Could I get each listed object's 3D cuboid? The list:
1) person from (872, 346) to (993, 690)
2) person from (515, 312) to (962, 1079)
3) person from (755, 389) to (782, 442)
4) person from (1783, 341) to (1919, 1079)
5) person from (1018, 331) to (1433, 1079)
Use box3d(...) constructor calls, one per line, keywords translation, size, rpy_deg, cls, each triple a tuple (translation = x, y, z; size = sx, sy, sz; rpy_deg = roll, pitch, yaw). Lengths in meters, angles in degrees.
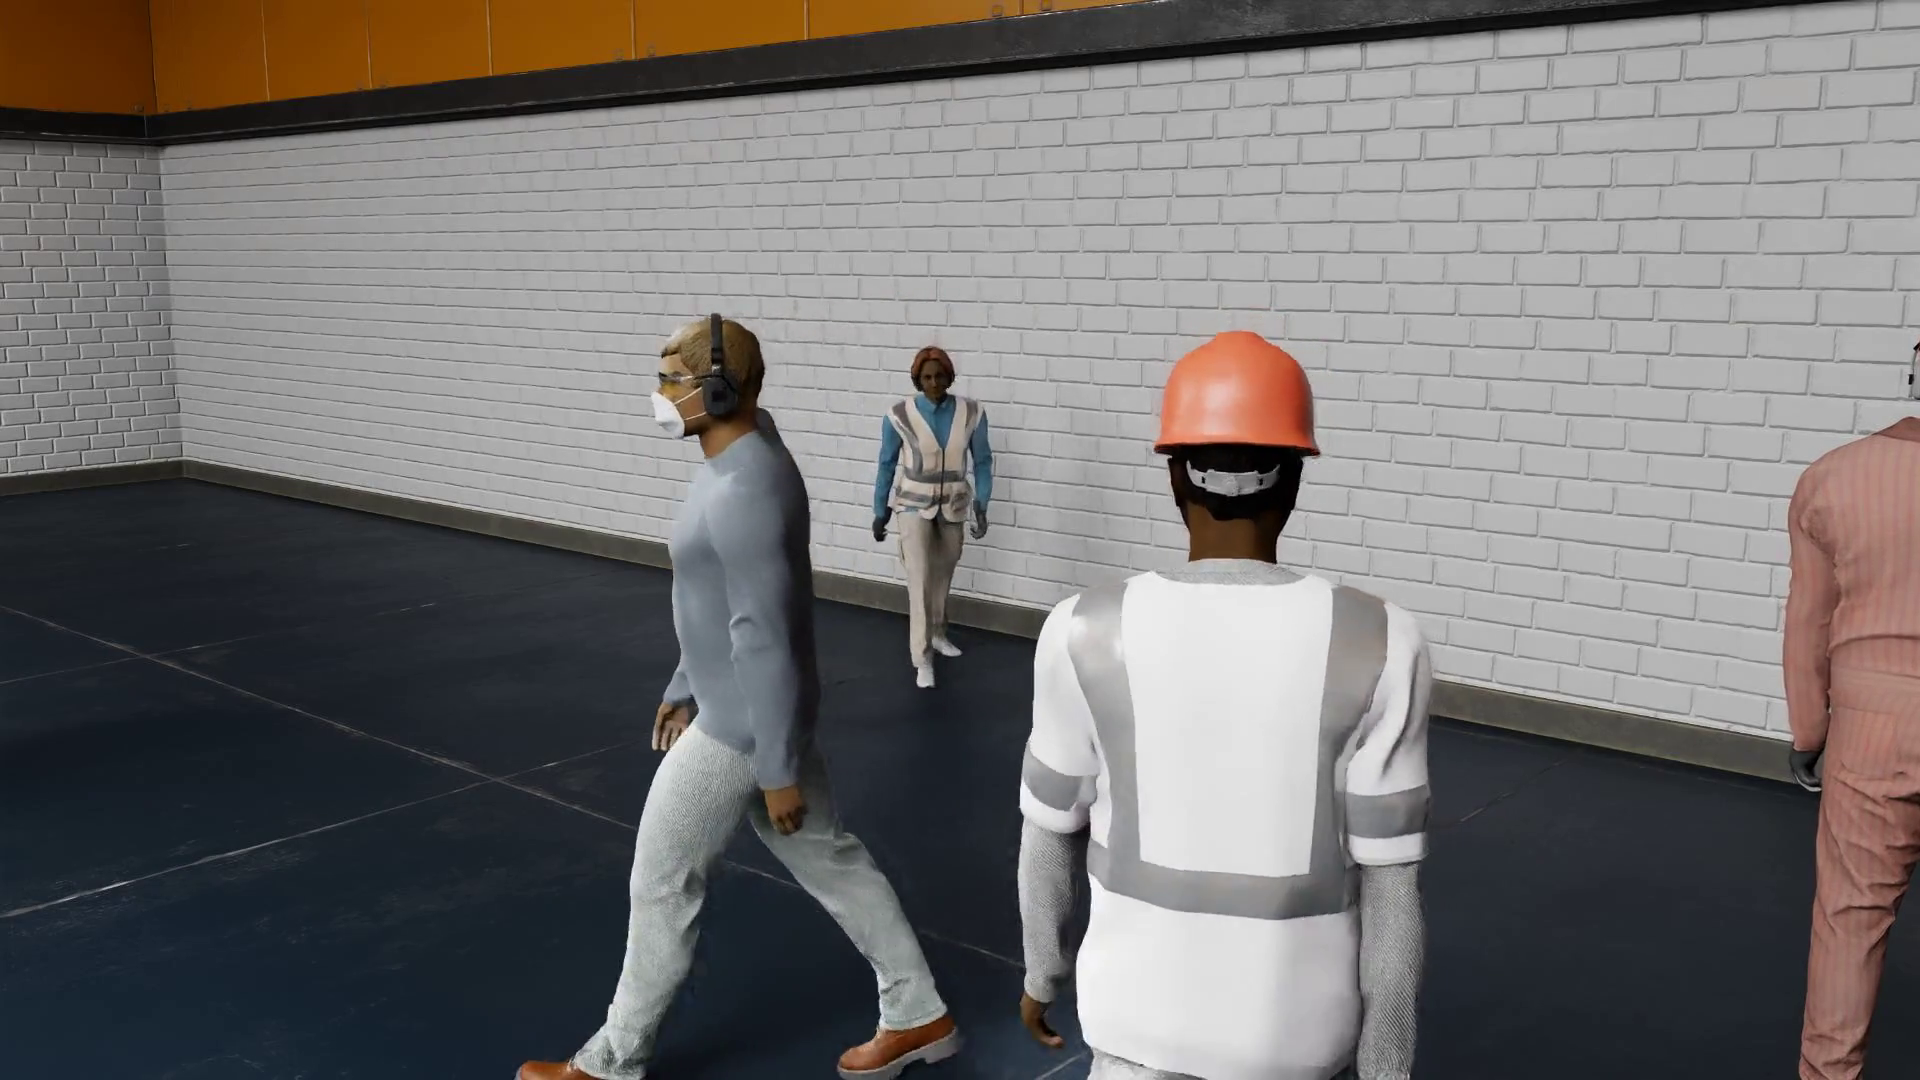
box3d(translation=(-0.148, -0.143, 7.931), size=(0.543, 1.578, 0.800), rpy_deg=(-4, 11, -20), cls="person")
box3d(translation=(-0.485, 0.419, 3.866), size=(1.061, 1.890, 0.632), rpy_deg=(0, 10, -1), cls="person")
box3d(translation=(-0.863, 0.018, 6.906), size=(0.316, 1.609, 0.627), rpy_deg=(4, 11, 23), cls="person")
box3d(translation=(2.149, 0.441, 3.654), size=(0.640, 1.909, 0.409), rpy_deg=(9, 13, 40), cls="person")
box3d(translation=(0.369, 0.658, 2.478), size=(0.585, 1.892, 0.899), rpy_deg=(2, 10, 11), cls="person")
